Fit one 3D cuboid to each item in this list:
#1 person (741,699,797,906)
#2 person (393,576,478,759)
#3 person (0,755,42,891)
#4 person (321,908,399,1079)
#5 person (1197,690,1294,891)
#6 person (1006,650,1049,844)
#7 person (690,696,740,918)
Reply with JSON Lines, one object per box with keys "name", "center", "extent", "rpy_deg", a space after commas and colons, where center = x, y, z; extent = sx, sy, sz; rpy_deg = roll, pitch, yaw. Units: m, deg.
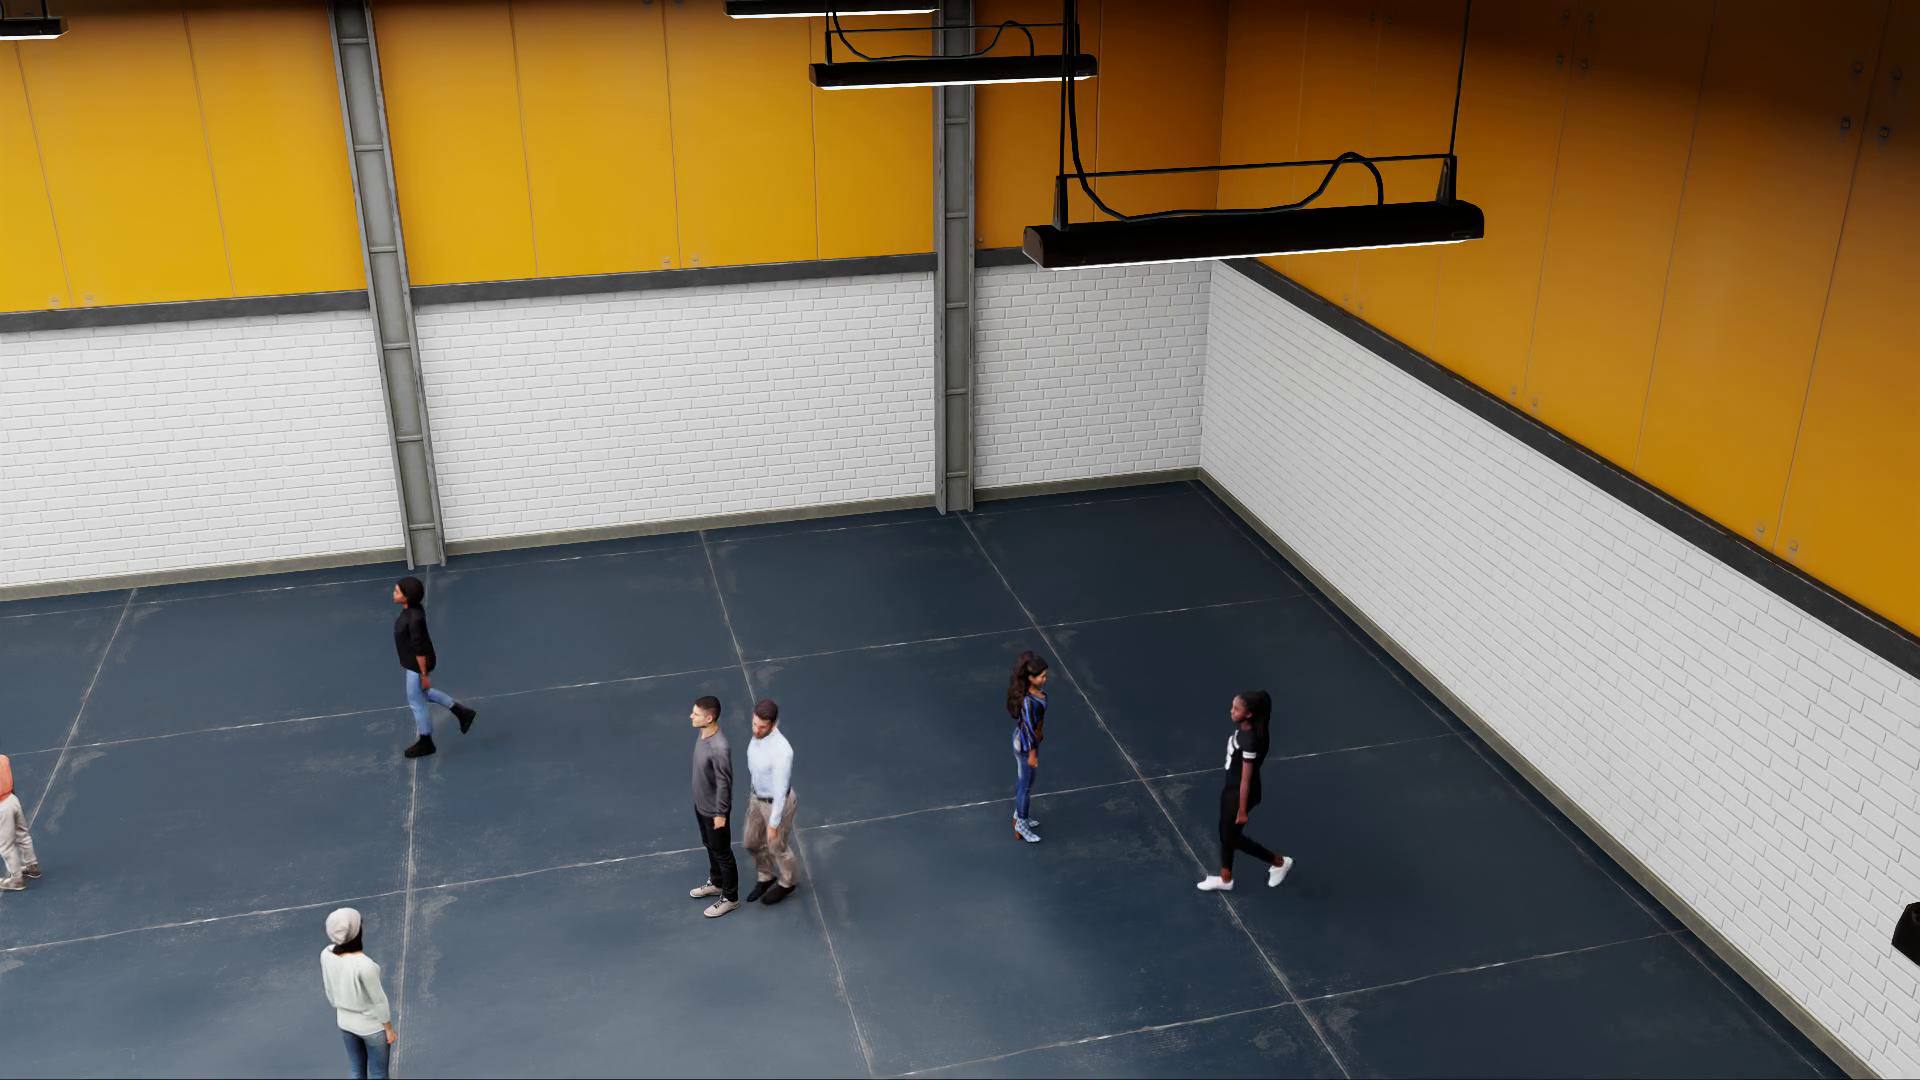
{"name": "person", "center": [-1.368, 1.915, 12.235], "extent": [0.795, 1.801, 0.800], "rpy_deg": [-12, 26, -25]}
{"name": "person", "center": [-4.551, 1.081, 14.297], "extent": [0.850, 1.677, 0.572], "rpy_deg": [-7, 24, -15]}
{"name": "person", "center": [-7.233, 2.033, 12.578], "extent": [0.572, 1.310, 0.543], "rpy_deg": [4, 24, 8]}
{"name": "person", "center": [-3.634, 2.923, 10.125], "extent": [0.622, 1.645, 0.705], "rpy_deg": [10, 25, 21]}
{"name": "person", "center": [2.169, 1.895, 12.388], "extent": [0.991, 1.714, 0.761], "rpy_deg": [0, 24, 1]}
{"name": "person", "center": [0.537, 1.616, 13.133], "extent": [0.648, 1.629, 0.668], "rpy_deg": [1, 24, 3]}
{"name": "person", "center": [-1.816, 1.932, 12.246], "extent": [0.609, 1.761, 0.668], "rpy_deg": [-12, 26, -25]}
